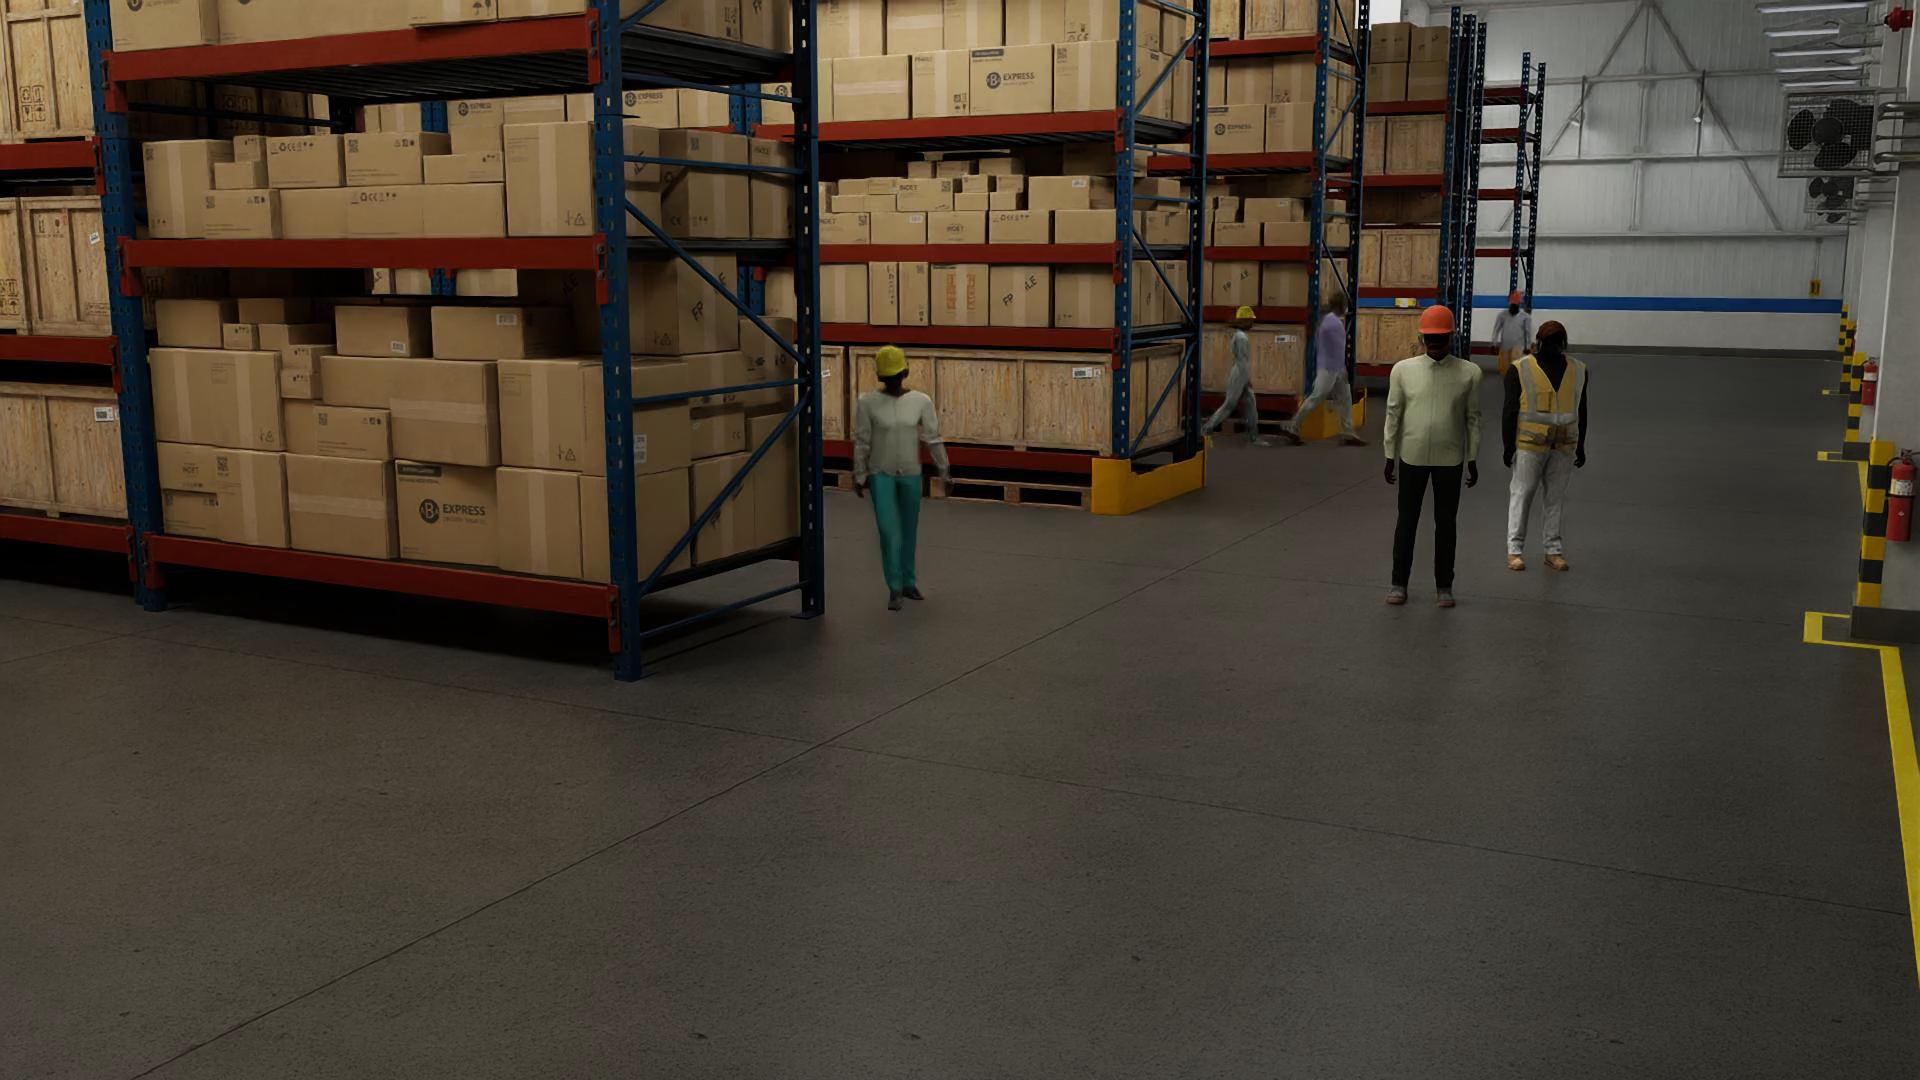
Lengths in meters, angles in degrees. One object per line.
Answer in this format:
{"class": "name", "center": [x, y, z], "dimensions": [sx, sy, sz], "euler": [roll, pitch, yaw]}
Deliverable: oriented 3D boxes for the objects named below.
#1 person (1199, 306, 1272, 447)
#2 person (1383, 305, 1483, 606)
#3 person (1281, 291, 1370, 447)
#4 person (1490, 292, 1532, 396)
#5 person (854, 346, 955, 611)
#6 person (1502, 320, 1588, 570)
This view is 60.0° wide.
{"class": "person", "center": [3.297, -1.958, 19.973], "dimensions": [0.853, 1.707, 0.491], "euler": [2, 10, 10]}
{"class": "person", "center": [3.112, -0.547, 10.976], "dimensions": [0.623, 1.992, 0.397], "euler": [3, 10, 14]}
{"class": "person", "center": [4.407, -2.049, 20.045], "dimensions": [1.041, 1.886, 0.650], "euler": [3, 10, 15]}
{"class": "person", "center": [8.863, -3.124, 26.745], "dimensions": [0.577, 1.701, 0.914], "euler": [7, 12, 36]}
{"class": "person", "center": [-0.364, -0.408, 10.957], "dimensions": [0.635, 1.725, 0.682], "euler": [-3, 10, -17]}
{"class": "person", "center": [4.304, -0.688, 12.233], "dimensions": [0.634, 1.842, 0.429], "euler": [0, 10, -2]}
